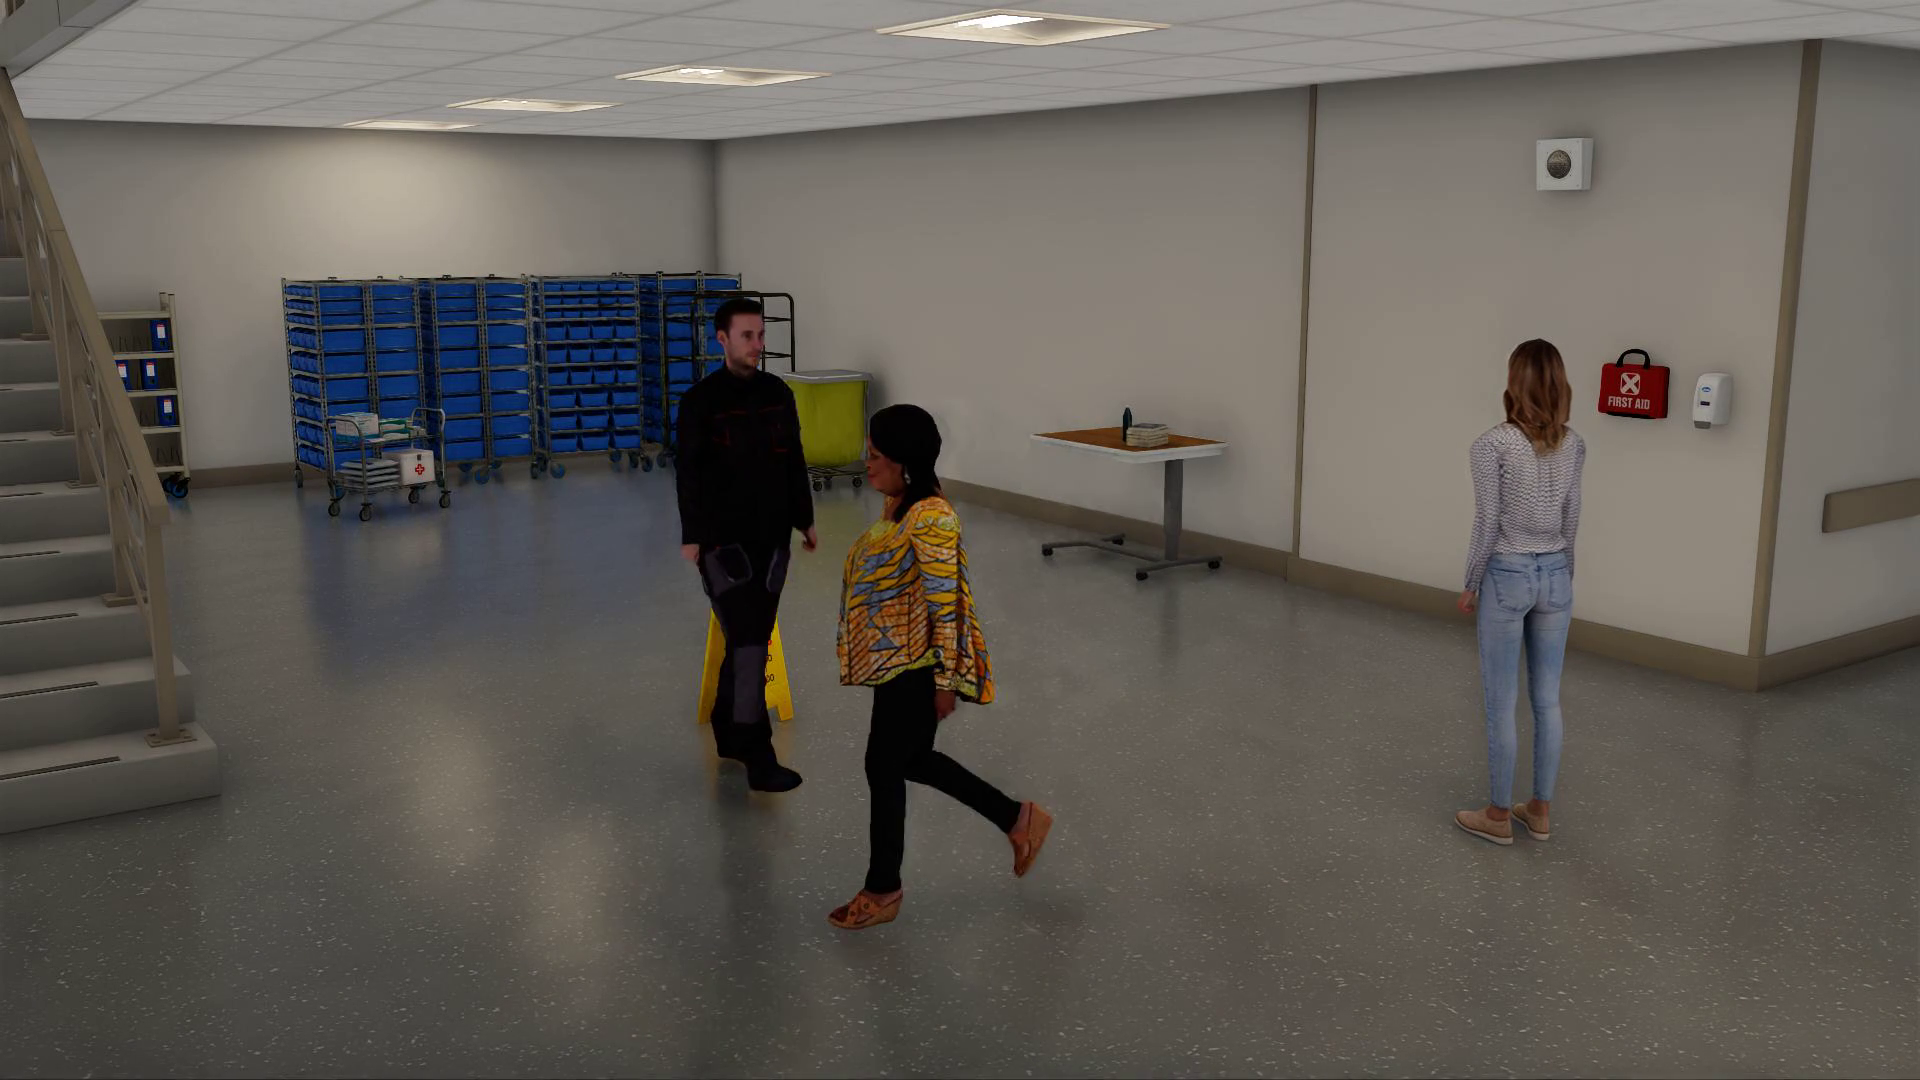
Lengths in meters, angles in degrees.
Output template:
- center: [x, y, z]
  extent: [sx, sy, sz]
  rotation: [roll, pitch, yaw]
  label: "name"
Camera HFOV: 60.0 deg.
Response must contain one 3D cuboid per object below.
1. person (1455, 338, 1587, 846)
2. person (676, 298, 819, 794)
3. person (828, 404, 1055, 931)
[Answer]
- center: [1.990, 0.185, 5.880]
  extent: [0.653, 1.796, 0.627]
  rotation: [-3, 11, -14]
  label: "person"
- center: [-0.904, 0.009, 6.569]
  extent: [1.052, 1.885, 0.834]
  rotation: [9, 14, 40]
  label: "person"
- center: [-0.060, 0.408, 5.157]
  extent: [0.954, 1.627, 1.026]
  rotation: [-3, 11, -15]
  label: "person"
